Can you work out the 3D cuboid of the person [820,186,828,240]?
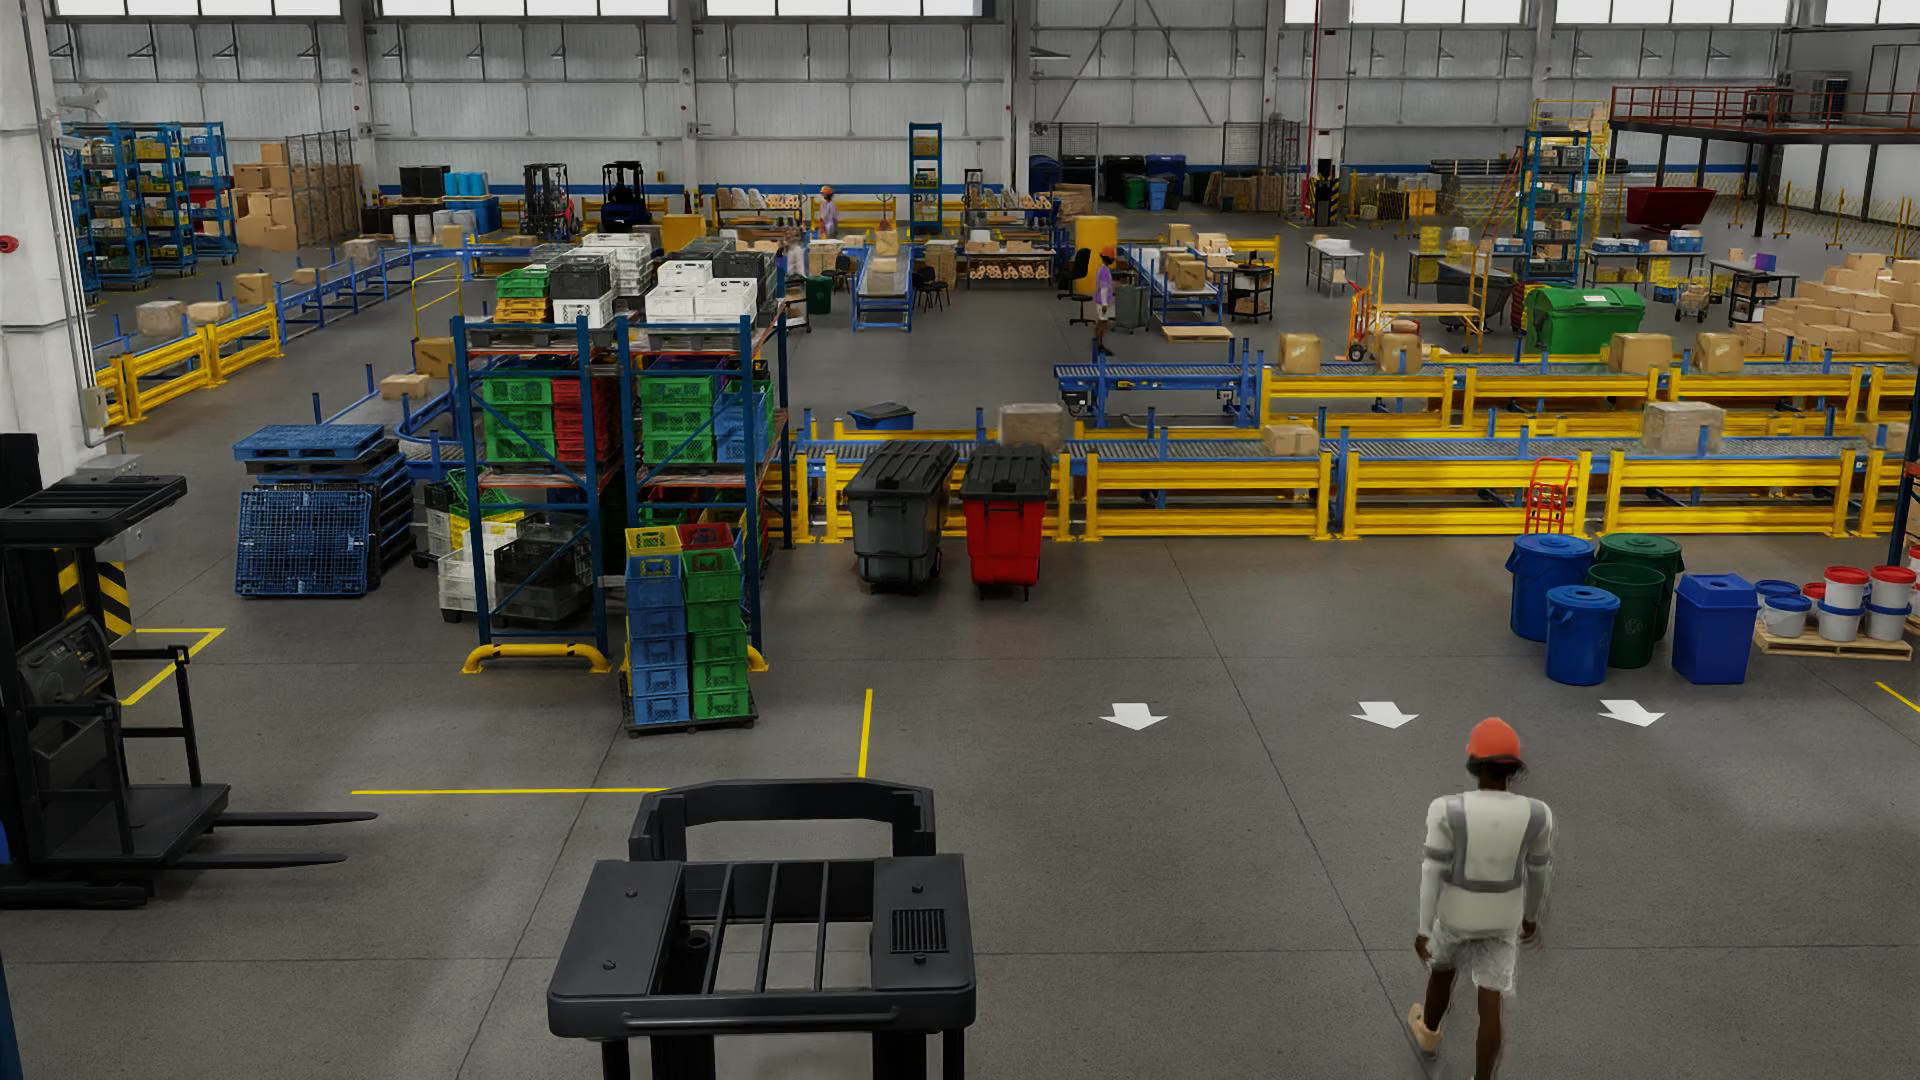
[{"bbox_3d":[-3.706,-8.866,45.878,0.313,1.767,0.534,-6,17,-21],"label":"person"}]

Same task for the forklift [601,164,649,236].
[{"bbox_3d":[-9.948,-10.127,49.296,1.157,1.987,2.680,-1,16,-3],"label":"forklift"}]

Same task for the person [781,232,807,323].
[{"bbox_3d":[-3.323,-5.080,32.573,0.791,1.862,0.673,-9,18,-28],"label":"person"}]

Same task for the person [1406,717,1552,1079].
[{"bbox_3d":[2.573,1.815,8.322,0.643,2.001,0.964,1,16,3],"label":"person"}]

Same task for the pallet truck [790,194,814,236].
[{"bbox_3d":[-4.814,-9.883,50.259,0.704,1.261,1.522,-1,16,-3],"label":"pallet truck"}]

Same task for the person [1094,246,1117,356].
[{"bbox_3d":[2.586,-4.251,29.538,0.378,1.932,0.551,1,16,3],"label":"person"}]

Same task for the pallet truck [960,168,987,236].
[{"bbox_3d":[0.383,-10.230,50.206,0.823,1.965,1.885,-1,16,-3],"label":"pallet truck"}]

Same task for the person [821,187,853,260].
[{"bbox_3d":[-3.236,-8.045,42.622,1.003,2.008,0.607,-3,16,-9],"label":"person"}]

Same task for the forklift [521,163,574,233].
[{"bbox_3d":[-12.233,-10.122,49.298,1.157,1.987,2.680,0,16,-1],"label":"forklift"}]

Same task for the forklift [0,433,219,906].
[{"bbox_3d":[-5.952,0.780,10.366,1.873,2.768,1.129,0,16,-1],"label":"forklift"}]

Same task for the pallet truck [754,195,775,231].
[{"bbox_3d":[-6.051,-9.967,50.660,0.680,1.201,1.601,0,16,-1],"label":"pallet truck"}]

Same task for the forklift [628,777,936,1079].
[{"bbox_3d":[-0.542,2.165,5.552,1.129,2.768,1.873,-1,16,-2],"label":"forklift"}]

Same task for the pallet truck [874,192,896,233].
[{"bbox_3d":[-2.277,-9.986,50.594,0.653,1.274,1.630,0,16,-1],"label":"pallet truck"}]

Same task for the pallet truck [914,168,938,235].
[{"bbox_3d":[-0.989,-10.316,50.507,0.823,1.965,1.885,1,16,3],"label":"pallet truck"}]
